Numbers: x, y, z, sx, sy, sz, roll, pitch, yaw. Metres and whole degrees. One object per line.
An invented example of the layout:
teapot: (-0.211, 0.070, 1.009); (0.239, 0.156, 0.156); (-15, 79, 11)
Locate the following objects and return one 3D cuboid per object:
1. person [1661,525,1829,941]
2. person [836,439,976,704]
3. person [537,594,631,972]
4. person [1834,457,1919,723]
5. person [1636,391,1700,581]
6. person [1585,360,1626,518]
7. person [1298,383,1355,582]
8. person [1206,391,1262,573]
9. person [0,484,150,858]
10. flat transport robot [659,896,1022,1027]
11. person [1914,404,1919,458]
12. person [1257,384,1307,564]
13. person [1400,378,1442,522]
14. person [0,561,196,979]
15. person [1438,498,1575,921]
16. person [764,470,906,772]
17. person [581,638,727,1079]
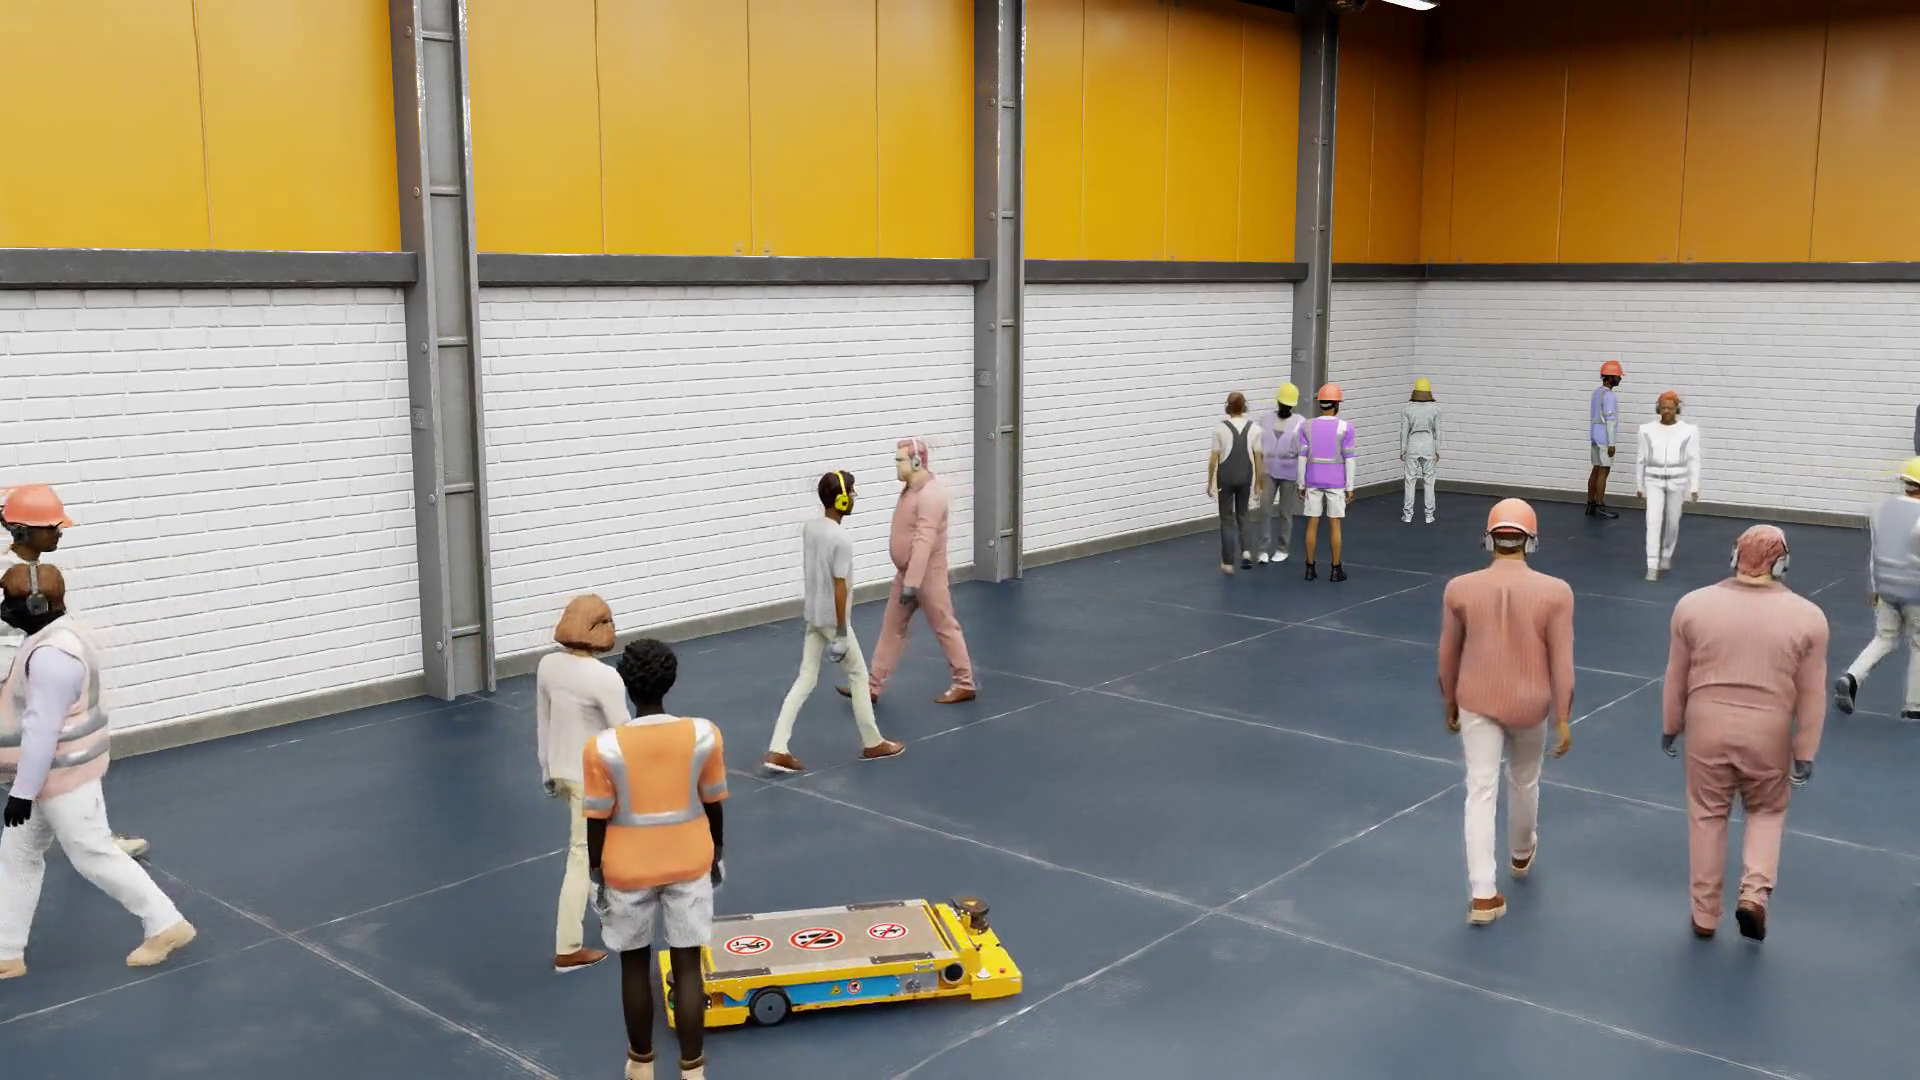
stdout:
person: (3.473, 0.867, 7.412); (0.655, 1.888, 0.433); (5, 10, 27)
person: (-0.330, 0.236, 11.452); (0.986, 1.854, 0.659); (-3, 10, -19)
person: (-1.555, 1.024, 7.283); (0.514, 1.605, 0.739); (7, 11, 37)
person: (6.211, 0.334, 10.980); (0.694, 1.808, 0.598); (-3, 10, -20)
person: (7.008, -0.559, 16.488); (0.584, 1.850, 0.928); (4, 10, 24)
person: (7.948, -1.237, 20.448); (0.362, 1.935, 0.553); (0, 9, 1)
person: (3.564, -0.555, 16.185); (0.556, 1.935, 0.391); (4, 10, 25)
person: (2.738, -0.572, 16.628); (0.505, 1.830, 0.390); (-1, 9, -8)
person: (-4.672, 0.701, 8.206); (1.039, 1.980, 0.625); (-2, 9, -14)
flat transport robot: (-0.515, 1.744, 6.946); (1.431, 0.197, 0.652); (-2, 9, -13)
person: (10.771, -0.889, 18.276); (0.357, 1.935, 0.651); (-2, 9, -14)
person: (3.289, -0.663, 17.026); (0.615, 1.874, 0.804); (5, 10, 29)
person: (5.552, -1.078, 20.064); (0.492, 1.742, 0.300); (2, 9, 11)
person: (-3.775, 0.973, 7.015); (0.926, 1.804, 0.623); (-6, 11, -33)
person: (2.589, 0.767, 7.899); (0.626, 1.923, 1.071); (4, 10, 23)
person: (-0.798, 0.487, 10.009); (0.965, 1.832, 0.539); (-8, 12, -40)
person: (-1.080, 1.197, 5.980); (0.532, 1.673, 0.450); (-3, 10, -19)
